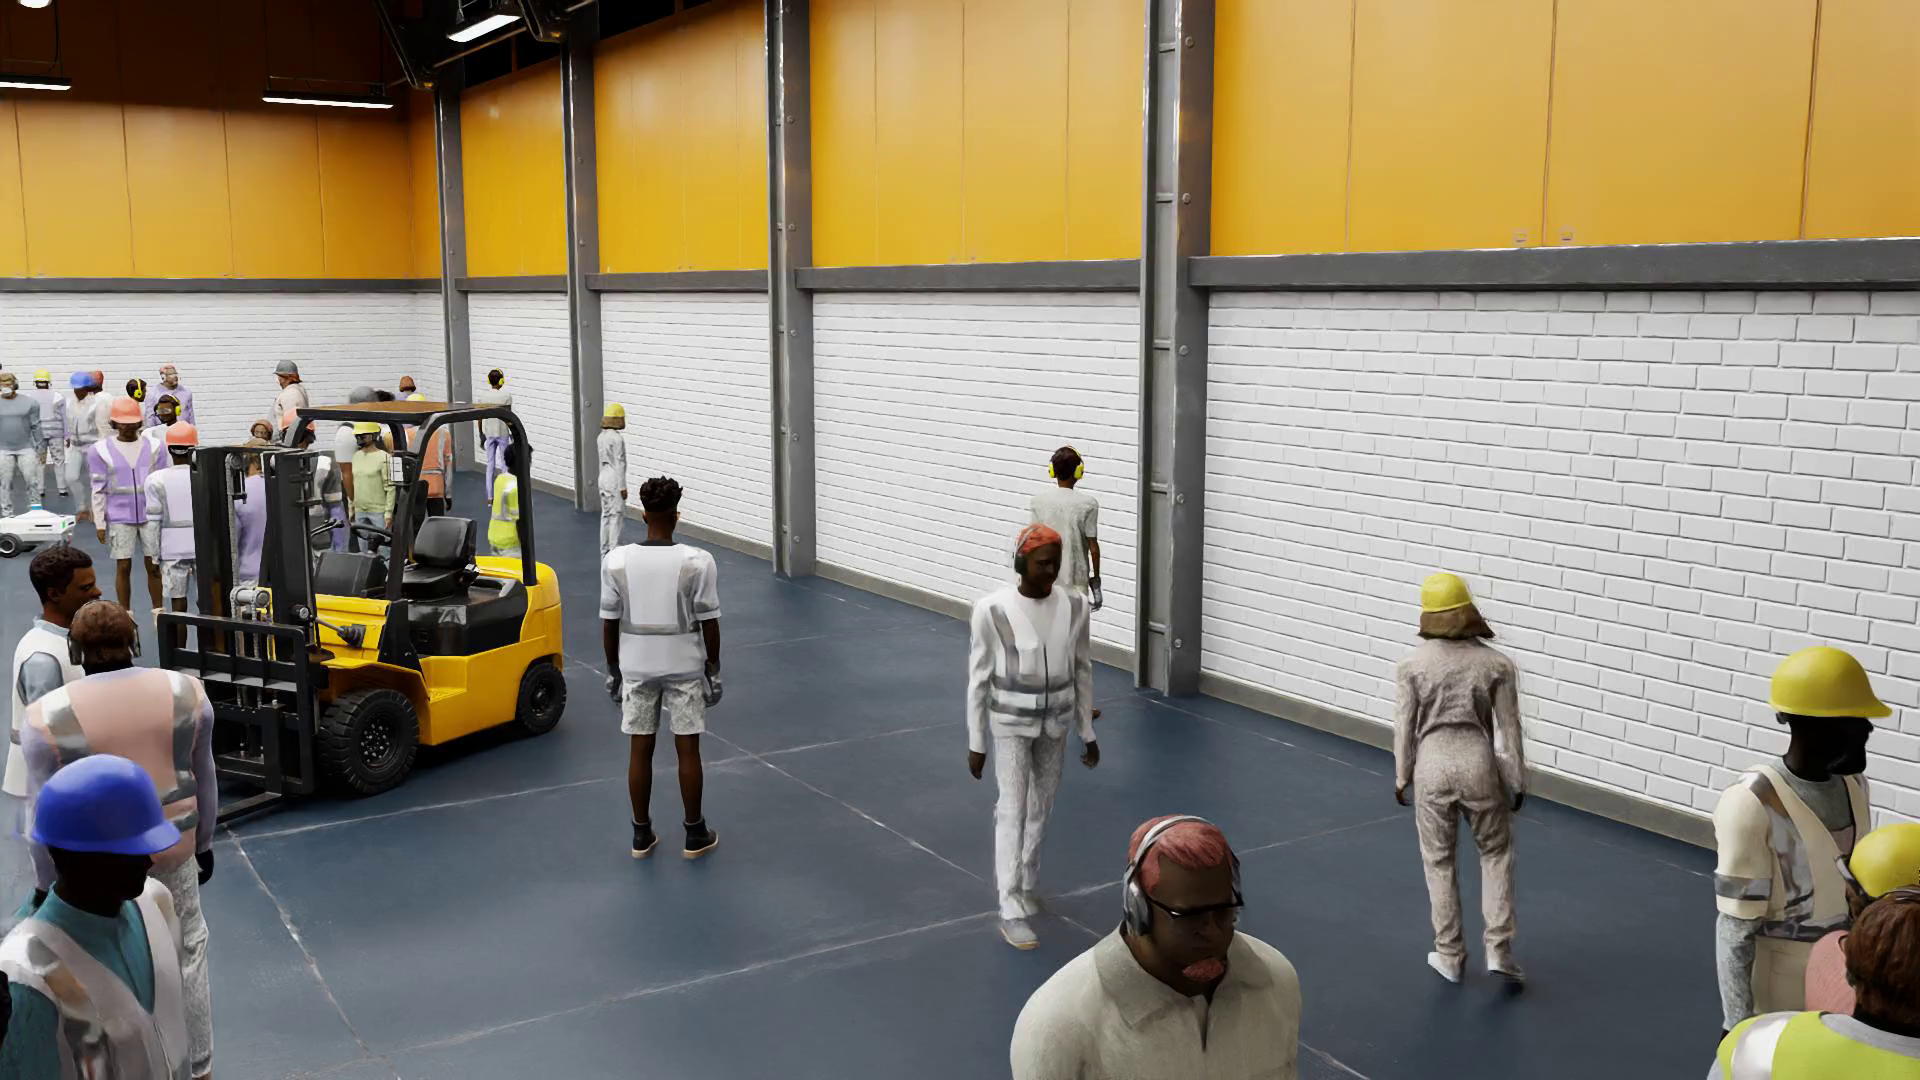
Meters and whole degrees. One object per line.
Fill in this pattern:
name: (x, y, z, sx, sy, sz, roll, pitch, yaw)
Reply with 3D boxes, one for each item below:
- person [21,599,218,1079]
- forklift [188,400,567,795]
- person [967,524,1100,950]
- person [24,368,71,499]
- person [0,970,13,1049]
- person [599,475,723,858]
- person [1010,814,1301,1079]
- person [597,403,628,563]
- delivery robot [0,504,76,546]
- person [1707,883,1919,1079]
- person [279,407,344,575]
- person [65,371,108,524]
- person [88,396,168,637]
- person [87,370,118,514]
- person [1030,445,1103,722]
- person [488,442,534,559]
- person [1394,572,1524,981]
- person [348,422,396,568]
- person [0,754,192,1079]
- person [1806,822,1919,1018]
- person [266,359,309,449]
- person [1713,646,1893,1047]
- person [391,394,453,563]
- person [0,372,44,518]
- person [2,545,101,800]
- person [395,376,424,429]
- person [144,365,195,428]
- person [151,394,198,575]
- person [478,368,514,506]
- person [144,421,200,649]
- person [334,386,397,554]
person: (-2.902, 1.115, 5.787, 0.619, 1.837, 0.430, -8, 11, -43)
forklift: (-3.529, 0.258, 10.348, 1.214, 2.155, 2.313, 4, 9, 25)
person: (0.316, 0.856, 7.530, 0.607, 1.876, 0.739, -4, 9, -22)
person: (-12.793, -1.485, 23.314, 0.597, 1.830, 0.404, -3, 9, -22)
person: (-1.426, 1.540, 2.476, 0.364, 1.962, 0.612, -5, 10, -32)
person: (-1.512, 0.648, 8.488, 0.613, 1.962, 0.367, 0, 8, 3)
person: (0.416, 1.456, 3.249, 0.653, 1.905, 0.402, -4, 9, -26)
person: (-3.632, -0.577, 17.518, 0.333, 1.735, 0.489, -6, 10, -36)
delivery robot: (-10.135, -0.149, 18.278, 0.707, 0.478, 0.477, -1, 8, -8)
person: (1.673, 1.520, 3.024, 0.430, 1.845, 0.623, -7, 11, -38)
person: (-4.943, 0.019, 12.524, 0.604, 2.034, 0.417, -2, 9, -11)
person: (-10.856, -1.139, 20.657, 0.614, 1.920, 0.586, 2, 9, 11)
person: (-6.917, -0.186, 13.921, 0.611, 2.030, 0.409, -6, 11, -37)
person: (-11.223, -1.278, 21.766, 0.358, 1.880, 0.575, -1, 9, -9)
person: (0.722, 0.296, 11.192, 0.510, 1.870, 0.328, 3, 9, 20)
person: (-3.670, 0.031, 13.607, 0.406, 1.675, 0.561, -5, 10, -32)
person: (2.080, 0.998, 6.964, 0.542, 1.712, 0.442, 2, 9, 13)
person: (-5.404, -0.257, 15.261, 0.525, 1.769, 0.313, 4, 9, 24)
person: (-1.740, 1.402, 3.595, 0.941, 1.903, 0.654, 1, 9, 8)
person: (1.998, 1.467, 3.682, 0.342, 1.756, 0.534, 2, 9, 14)
person: (-8.631, -1.299, 21.359, 0.536, 2.000, 0.676, -1, 9, -8)
person: (2.315, 1.240, 4.614, 0.594, 1.928, 0.361, -5, 10, -32)
person: (-5.179, -0.446, 16.021, 0.584, 1.918, 0.381, -6, 10, -36)
person: (-11.536, -1.083, 20.292, 0.638, 1.928, 0.367, -4, 10, -28)
person: (-3.482, 0.971, 6.469, 0.396, 1.919, 0.590, -3, 9, -20)
person: (-8.380, -1.688, 25.344, 0.499, 1.633, 0.282, -7, 11, -38)
person: (-10.728, -1.429, 22.666, 0.409, 1.911, 0.651, 8, 11, 42)
person: (-8.002, -0.562, 17.004, 0.511, 1.862, 0.325, 1, 8, 6)
person: (-6.262, -1.385, 22.520, 0.535, 1.868, 0.309, 1, 8, 6)
person: (-5.733, 0.086, 12.369, 0.543, 1.939, 0.360, -4, 9, -24)
person: (-5.551, -0.443, 15.590, 0.535, 2.000, 0.691, 0, 8, -2)
